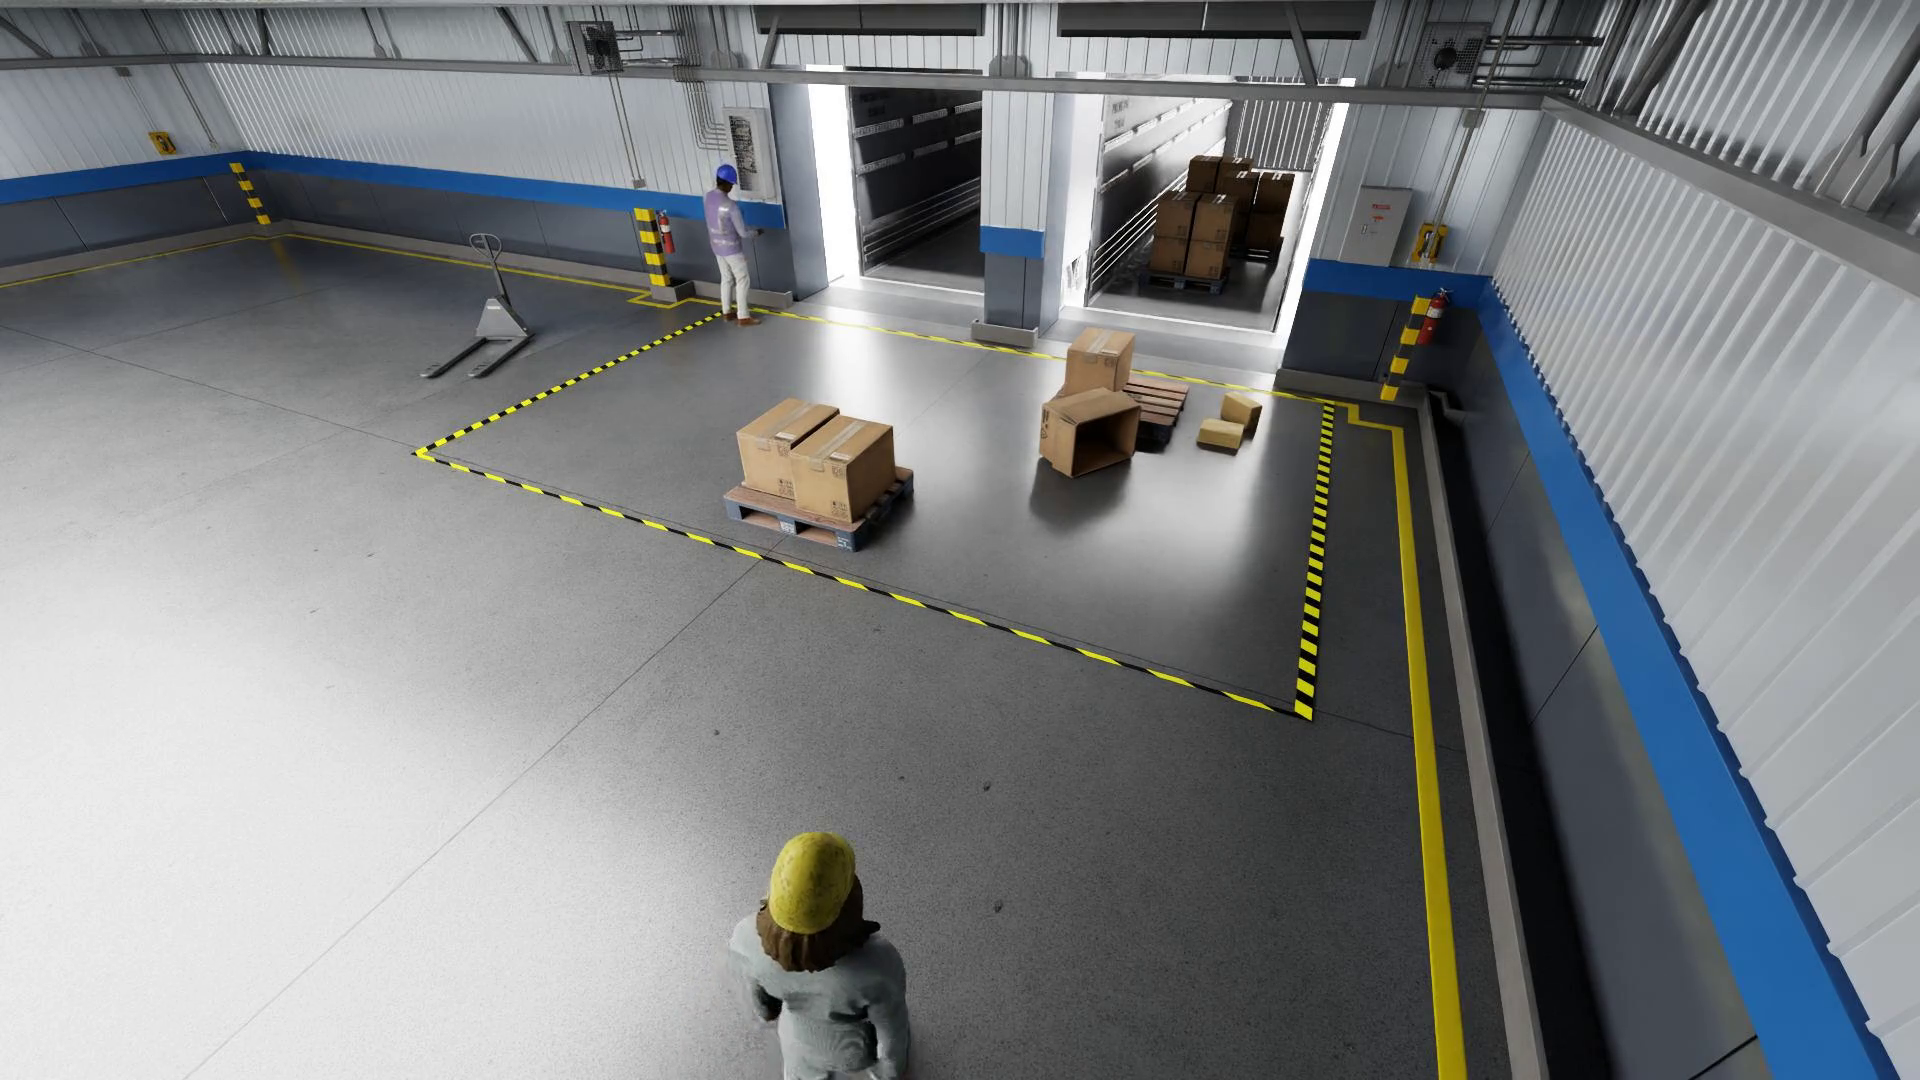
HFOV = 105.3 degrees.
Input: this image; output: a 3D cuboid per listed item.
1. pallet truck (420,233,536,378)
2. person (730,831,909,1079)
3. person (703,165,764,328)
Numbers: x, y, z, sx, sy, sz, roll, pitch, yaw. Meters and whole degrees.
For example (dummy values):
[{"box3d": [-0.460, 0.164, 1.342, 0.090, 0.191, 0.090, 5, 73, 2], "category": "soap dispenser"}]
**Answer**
[{"box3d": [-5.664, -2.712, 8.427, 0.680, 1.201, 1.601, 0, 35, -1], "category": "pallet truck"}, {"box3d": [-0.387, 1.475, 2.150, 0.495, 1.709, 0.858, 6, 36, 9], "category": "person"}, {"box3d": [-2.827, -3.714, 9.278, 0.740, 1.889, 0.686, 25, 42, 31], "category": "person"}]
